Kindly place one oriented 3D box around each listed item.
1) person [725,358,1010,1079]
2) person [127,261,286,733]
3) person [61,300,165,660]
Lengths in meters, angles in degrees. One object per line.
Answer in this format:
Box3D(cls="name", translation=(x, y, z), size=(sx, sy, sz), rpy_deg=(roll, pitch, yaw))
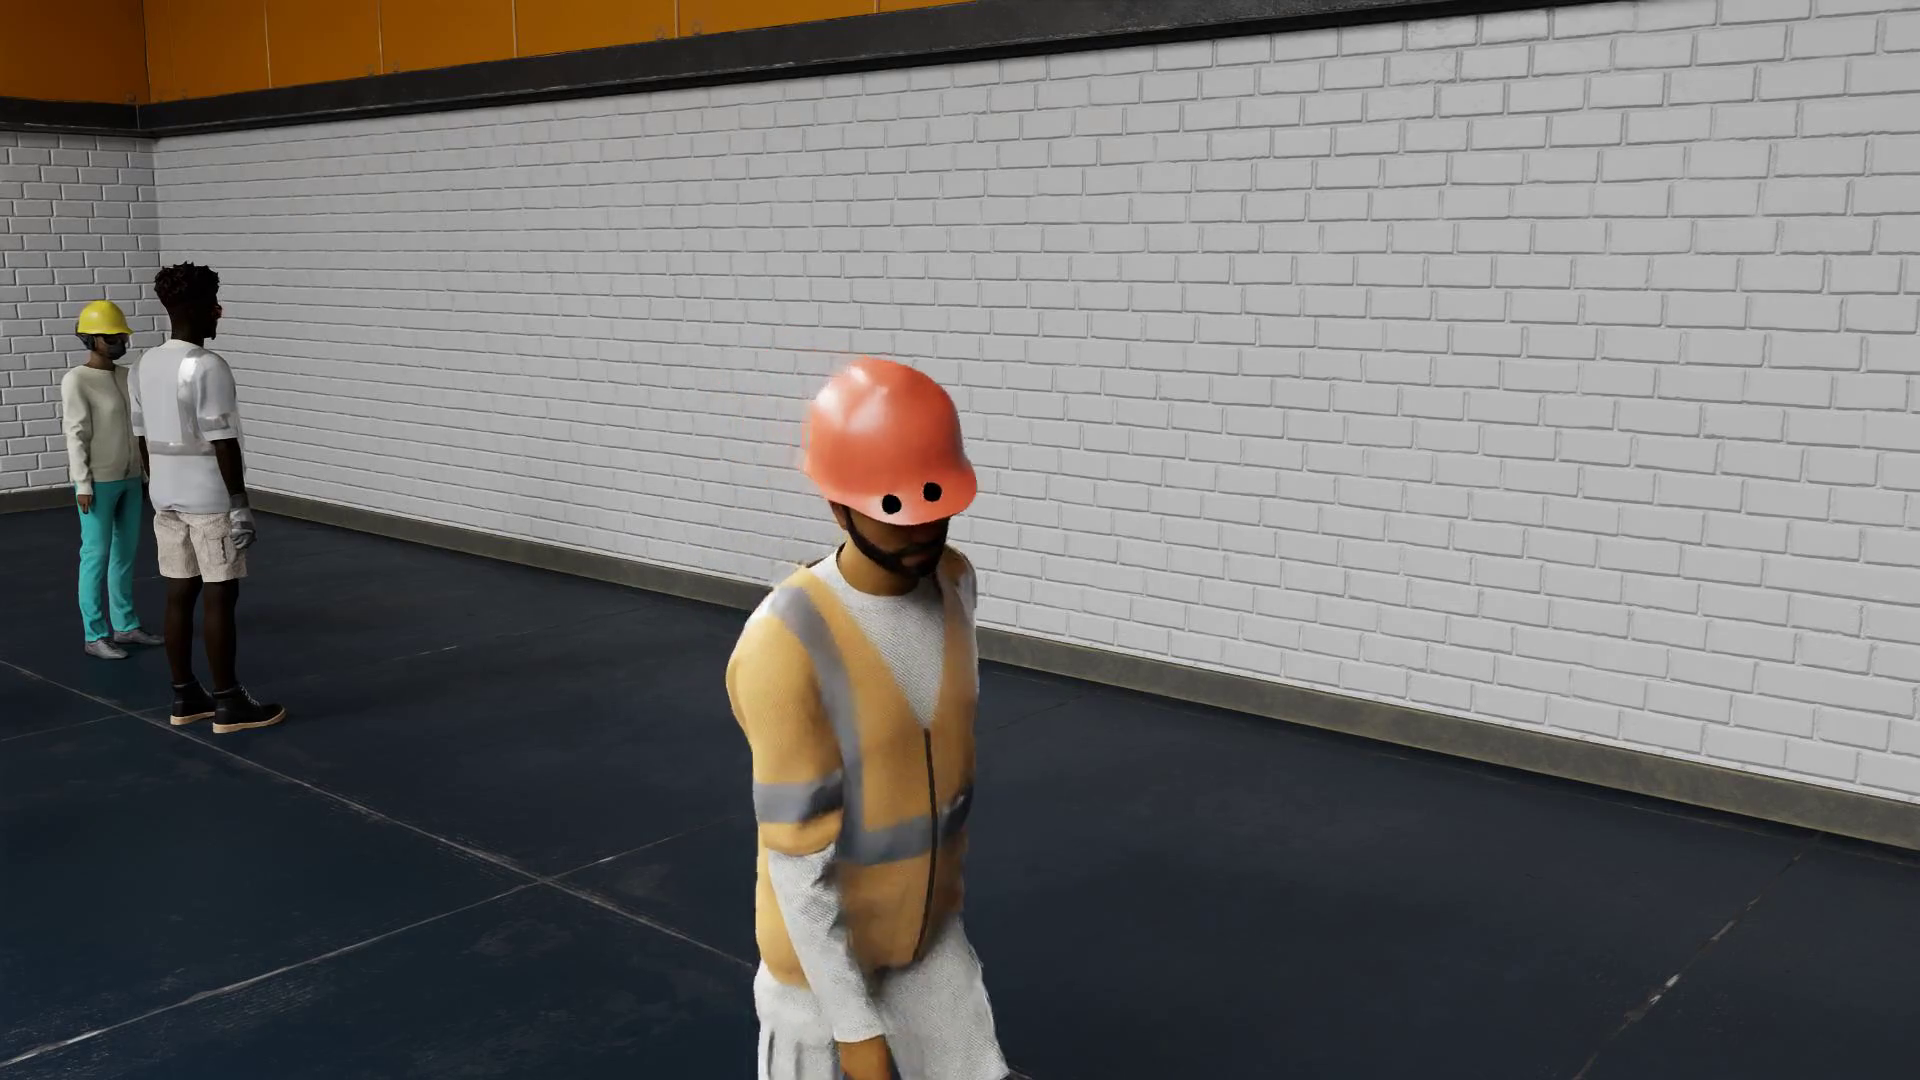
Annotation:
Box3D(cls="person", translation=(-0.148, 0.631, 2.717), size=(0.574, 1.871, 0.839), rpy_deg=(-10, 14, -44))
Box3D(cls="person", translation=(-3.184, -0.174, 6.979), size=(0.604, 1.966, 0.367), rpy_deg=(6, 12, 30))
Box3D(cls="person", translation=(-4.201, -0.300, 8.270), size=(0.325, 1.767, 0.533), rpy_deg=(1, 10, 8))
